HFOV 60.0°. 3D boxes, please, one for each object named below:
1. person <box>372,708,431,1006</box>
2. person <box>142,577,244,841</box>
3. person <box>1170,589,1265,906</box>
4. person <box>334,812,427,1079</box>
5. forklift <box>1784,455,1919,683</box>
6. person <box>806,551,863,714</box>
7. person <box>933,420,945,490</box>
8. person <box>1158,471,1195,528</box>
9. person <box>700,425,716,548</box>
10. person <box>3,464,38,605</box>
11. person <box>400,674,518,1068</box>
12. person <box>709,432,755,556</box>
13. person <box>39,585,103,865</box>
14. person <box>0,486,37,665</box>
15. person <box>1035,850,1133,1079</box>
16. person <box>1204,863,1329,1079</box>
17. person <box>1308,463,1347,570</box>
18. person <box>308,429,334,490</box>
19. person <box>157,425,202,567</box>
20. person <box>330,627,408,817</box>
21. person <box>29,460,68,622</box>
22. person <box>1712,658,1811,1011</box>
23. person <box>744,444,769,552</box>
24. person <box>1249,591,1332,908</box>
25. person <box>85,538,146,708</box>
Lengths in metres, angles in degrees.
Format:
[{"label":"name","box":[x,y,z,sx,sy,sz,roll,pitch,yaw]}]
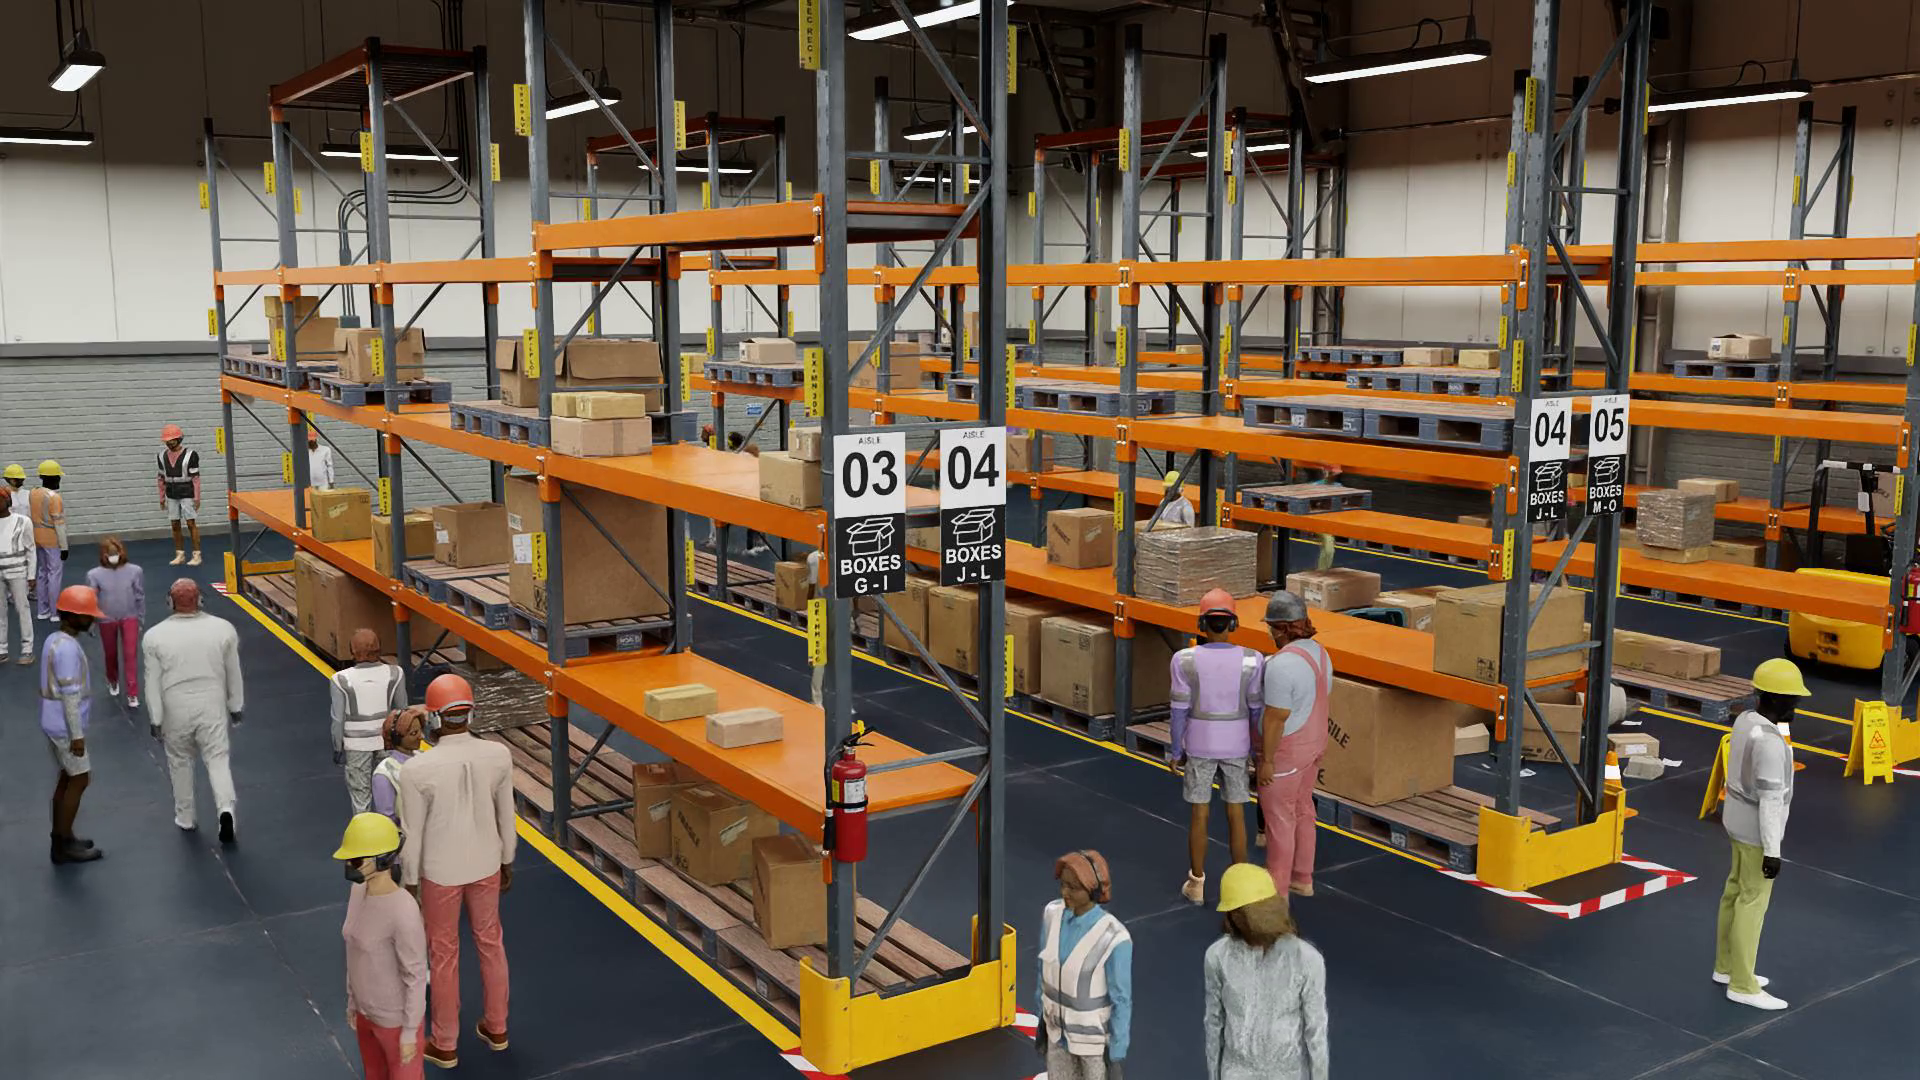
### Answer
[{"label":"person","box":[-3.044,1.731,9.168,0.307,1.641,0.511,1,9,7]},{"label":"person","box":[-5.441,1.212,11.864,0.655,1.879,0.855,-6,10,-34]},{"label":"person","box":[1.630,1.321,10.591,0.605,2.036,0.383,0,9,2]},{"label":"person","box":[-2.424,1.996,6.979,0.523,1.769,0.320,8,12,43]},{"label":"forklift","box":[9.643,0.253,17.172,2.313,2.155,1.214,-6,10,-33]},{"label":"person","box":[-1.142,0.708,15.268,0.532,1.859,0.356,-5,10,-32]},{"label":"person","box":[-0.349,-1.303,29.352,0.308,1.645,0.517,2,9,11]},{"label":"person","box":[2.454,0.115,19.289,0.404,1.830,0.600,-5,10,-30]},{"label":"person","box":[-3.779,-0.822,25.358,0.361,1.882,0.575,-3,9,-17]},{"label":"person","box":[-11.772,-0.071,20.781,0.340,1.757,0.518,4,9,22]},{"label":"person","box":[-2.553,1.663,8.477,0.609,1.986,0.402,-8,12,-44]},{"label":"person","box":[-3.367,-0.696,24.683,0.543,1.822,0.959,-8,12,-43]},{"label":"person","box":[-6.078,1.254,11.416,0.437,1.914,0.578,-6,10,-33]},{"label":"person","box":[-9.966,0.376,17.381,0.584,1.882,0.348,-1,9,-6]},{"label":"person","box":[0.507,2.072,6.904,0.310,1.637,0.518,-7,11,-39]},{"label":"person","box":[1.197,2.093,6.529,0.509,1.701,0.680,3,9,17]},{"label":"person","box":[4.854,-0.194,21.647,0.597,1.728,0.620,-6,11,-36]},{"label":"person","box":[-10.313,-0.936,26.594,0.574,1.739,0.349,-4,9,-23]},{"label":"person","box":[-11.070,-0.622,23.560,0.612,2.029,0.410,1,9,6]},{"label":"person","box":[-4.006,1.408,11.319,0.522,1.638,0.310,-6,10,-33]},{"label":"person","box":[-10.744,0.015,19.682,0.586,1.920,0.384,6,10,34]},{"label":"person","box":[4.408,1.591,9.145,0.382,1.924,0.594,2,9,10]},{"label":"person","box":[-3.071,-0.625,24.943,0.347,1.622,0.501,1,9,3]},{"label":"person","box":[2.064,1.312,10.624,0.535,2.000,0.686,6,11,37]},{"label":"person","box":[-8.036,0.751,15.841,0.510,1.600,0.816,-5,10,-30]}]
